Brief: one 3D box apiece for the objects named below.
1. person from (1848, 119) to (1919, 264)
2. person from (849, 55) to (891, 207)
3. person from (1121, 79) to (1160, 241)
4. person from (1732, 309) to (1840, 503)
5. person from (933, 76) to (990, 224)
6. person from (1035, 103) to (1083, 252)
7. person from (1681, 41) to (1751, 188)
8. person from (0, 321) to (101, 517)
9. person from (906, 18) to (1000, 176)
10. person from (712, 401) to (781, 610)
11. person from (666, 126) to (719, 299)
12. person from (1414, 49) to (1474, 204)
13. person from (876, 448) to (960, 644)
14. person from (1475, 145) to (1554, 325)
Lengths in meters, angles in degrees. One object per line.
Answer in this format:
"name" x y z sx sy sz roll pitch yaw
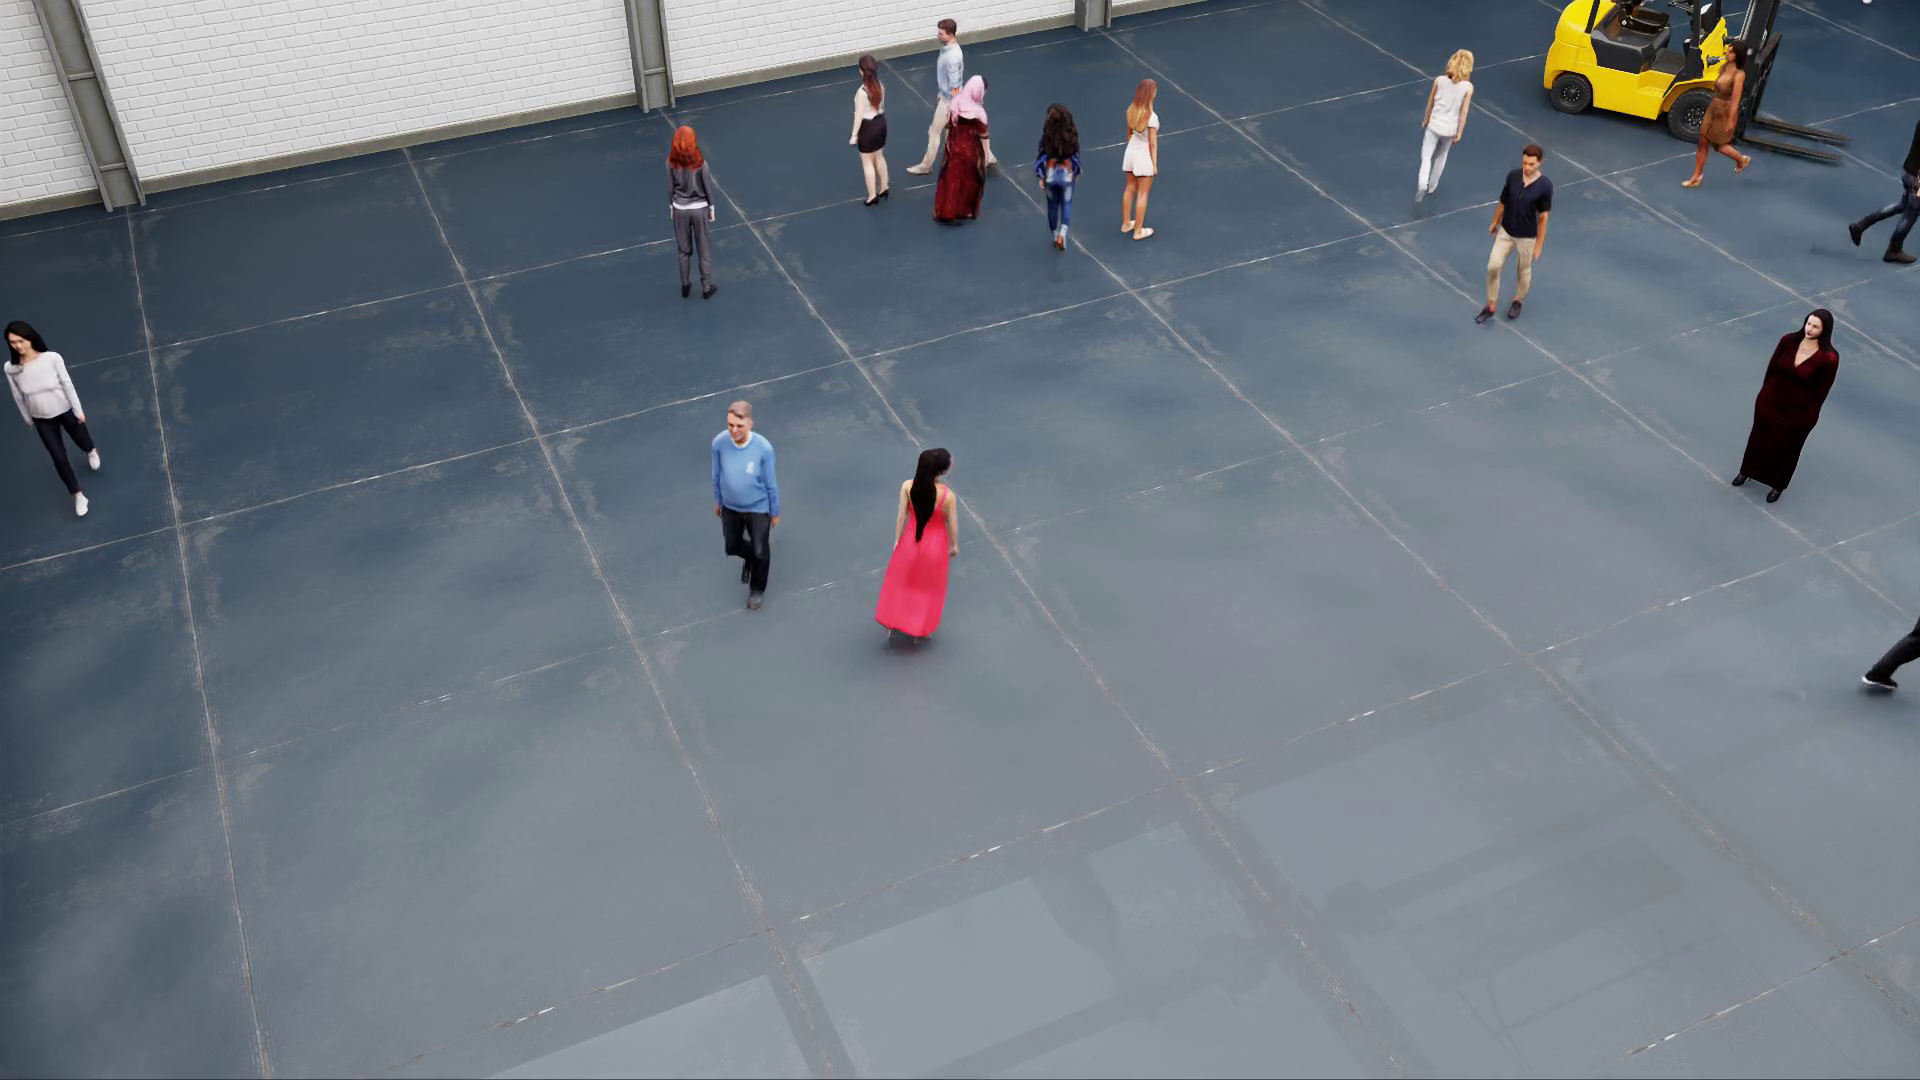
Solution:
"person" 9.466 -3.637 16.593 1.088 1.882 0.978 7 39 8
"person" -0.910 -4.334 17.657 0.779 1.643 0.653 20 43 23
"person" 1.844 -3.917 17.092 0.607 1.696 0.610 -25 45 -28
"person" 6.749 -1.111 13.529 0.687 1.758 0.726 -27 46 -30
"person" 0.026 -4.065 17.355 0.846 1.599 0.888 14 41 17
"person" 0.997 -3.610 16.779 0.824 1.608 0.855 0 39 0
"person" 8.271 -4.561 17.920 0.977 1.669 0.723 -5 39 -7
"person" -7.348 -1.065 13.532 0.911 1.683 0.673 -14 41 -17
"person" 0.003 -4.771 18.074 1.347 1.806 1.040 1 39 1
"person" -1.582 -0.330 12.507 0.854 1.812 0.916 8 39 10
"person" -2.596 -3.153 16.071 0.607 1.777 0.722 3 39 3
"person" 5.121 -4.375 17.704 0.968 1.647 1.028 13 40 16
"person" -0.286 0.076 12.090 0.848 1.699 0.928 2 39 2
"person" 5.329 -2.935 15.765 0.942 1.818 1.019 25 45 28
